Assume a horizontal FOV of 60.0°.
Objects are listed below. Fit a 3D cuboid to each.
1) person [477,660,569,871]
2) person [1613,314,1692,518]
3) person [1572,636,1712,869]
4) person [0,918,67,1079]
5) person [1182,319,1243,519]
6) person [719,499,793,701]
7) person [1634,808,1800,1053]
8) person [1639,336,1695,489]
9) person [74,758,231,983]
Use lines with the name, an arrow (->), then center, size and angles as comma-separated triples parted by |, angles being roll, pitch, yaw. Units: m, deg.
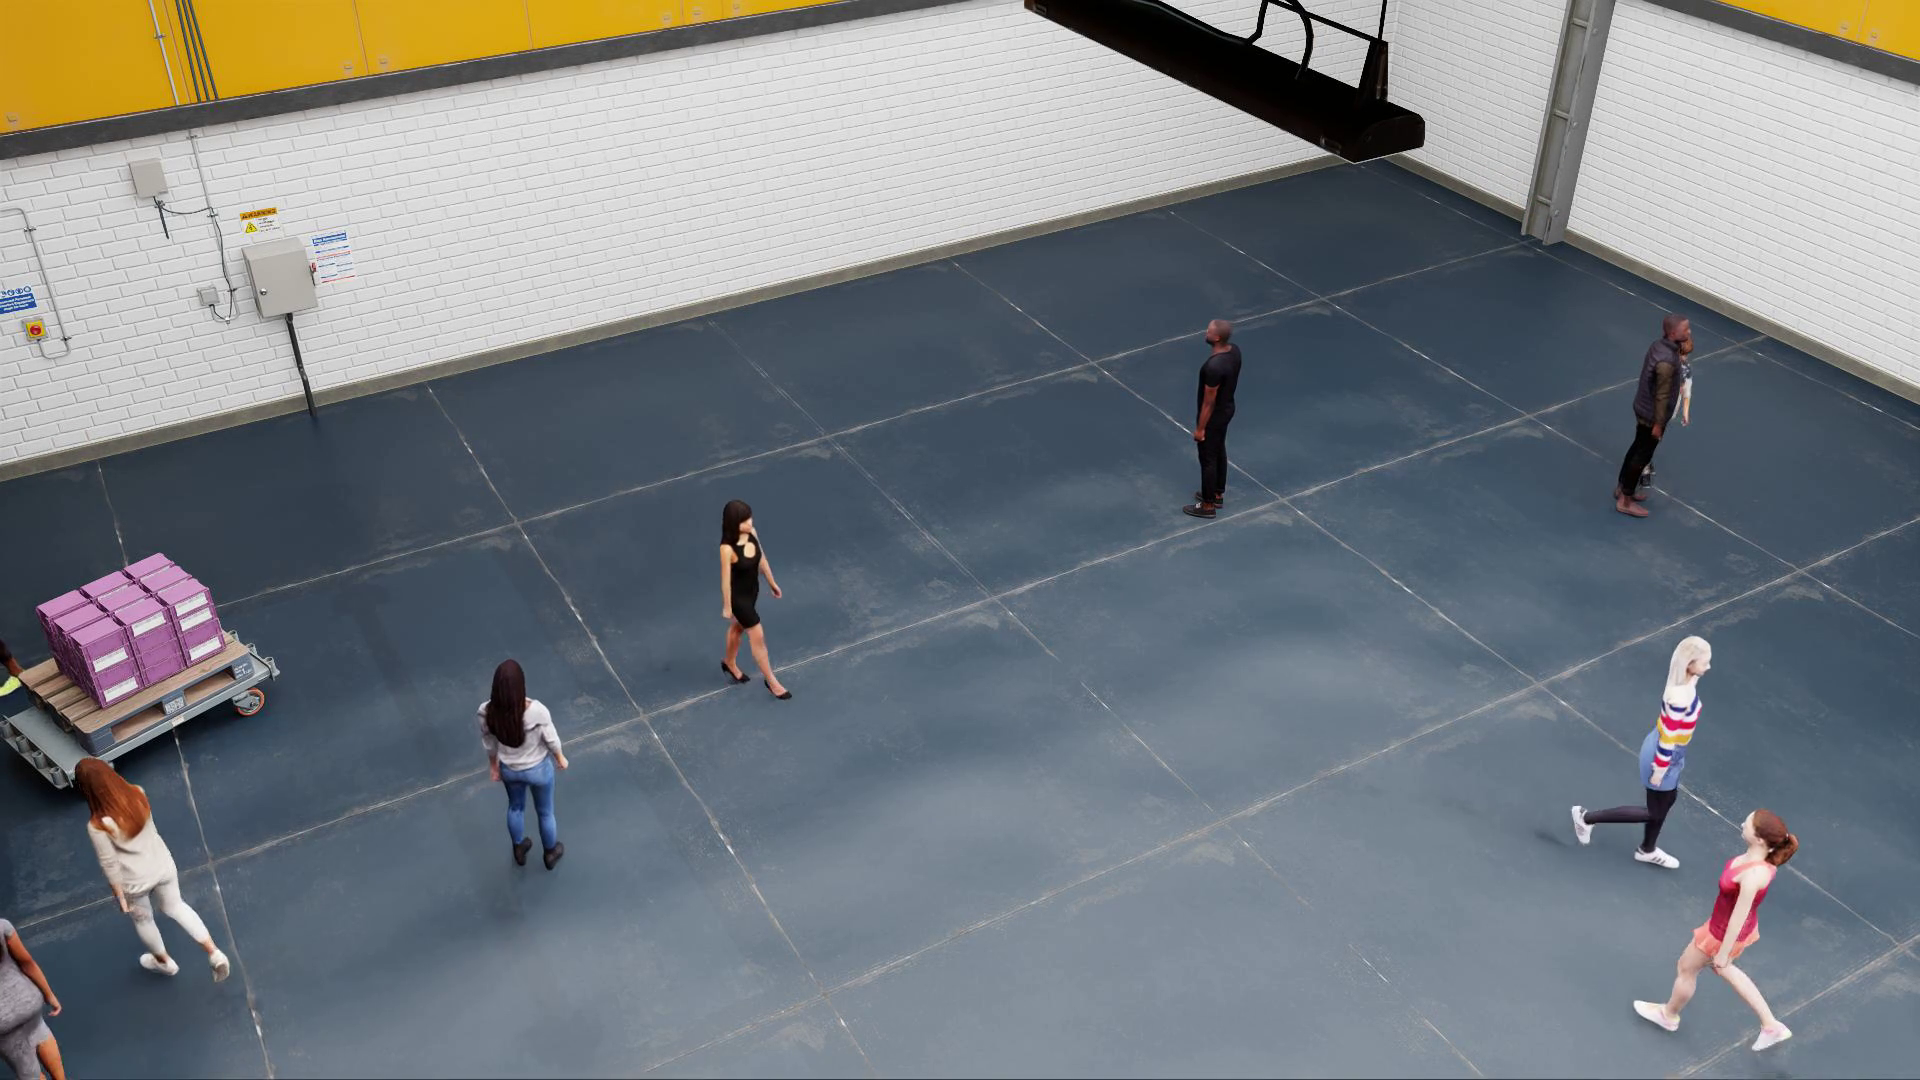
person -> -2.728, 1.461, 10.429 | 0.699, 1.627, 0.727 | 3, 34, 5
person -> 5.856, -1.078, 14.061 | 0.821, 1.836, 0.765 | 9, 35, 13
person -> 4.349, 1.333, 10.471 | 1.072, 1.795, 0.954 | 15, 36, 21
person -> -4.928, 2.531, 8.699 | 0.740, 1.761, 0.710 | 26, 42, 34
person -> 2.145, -1.030, 14.003 | 0.734, 1.820, 0.748 | 19, 38, 26
person -> -1.645, 0.391, 12.042 | 0.964, 1.625, 0.865 | 12, 35, 17
person -> 4.336, 2.206, 9.216 | 1.105, 1.730, 0.810 | 24, 40, 31
person -> 6.151, -1.211, 14.634 | 0.684, 1.423, 0.810 | -6, 34, -9
person -> -4.654, 1.962, 9.630 | 1.027, 1.679, 0.869 | 15, 37, 22
